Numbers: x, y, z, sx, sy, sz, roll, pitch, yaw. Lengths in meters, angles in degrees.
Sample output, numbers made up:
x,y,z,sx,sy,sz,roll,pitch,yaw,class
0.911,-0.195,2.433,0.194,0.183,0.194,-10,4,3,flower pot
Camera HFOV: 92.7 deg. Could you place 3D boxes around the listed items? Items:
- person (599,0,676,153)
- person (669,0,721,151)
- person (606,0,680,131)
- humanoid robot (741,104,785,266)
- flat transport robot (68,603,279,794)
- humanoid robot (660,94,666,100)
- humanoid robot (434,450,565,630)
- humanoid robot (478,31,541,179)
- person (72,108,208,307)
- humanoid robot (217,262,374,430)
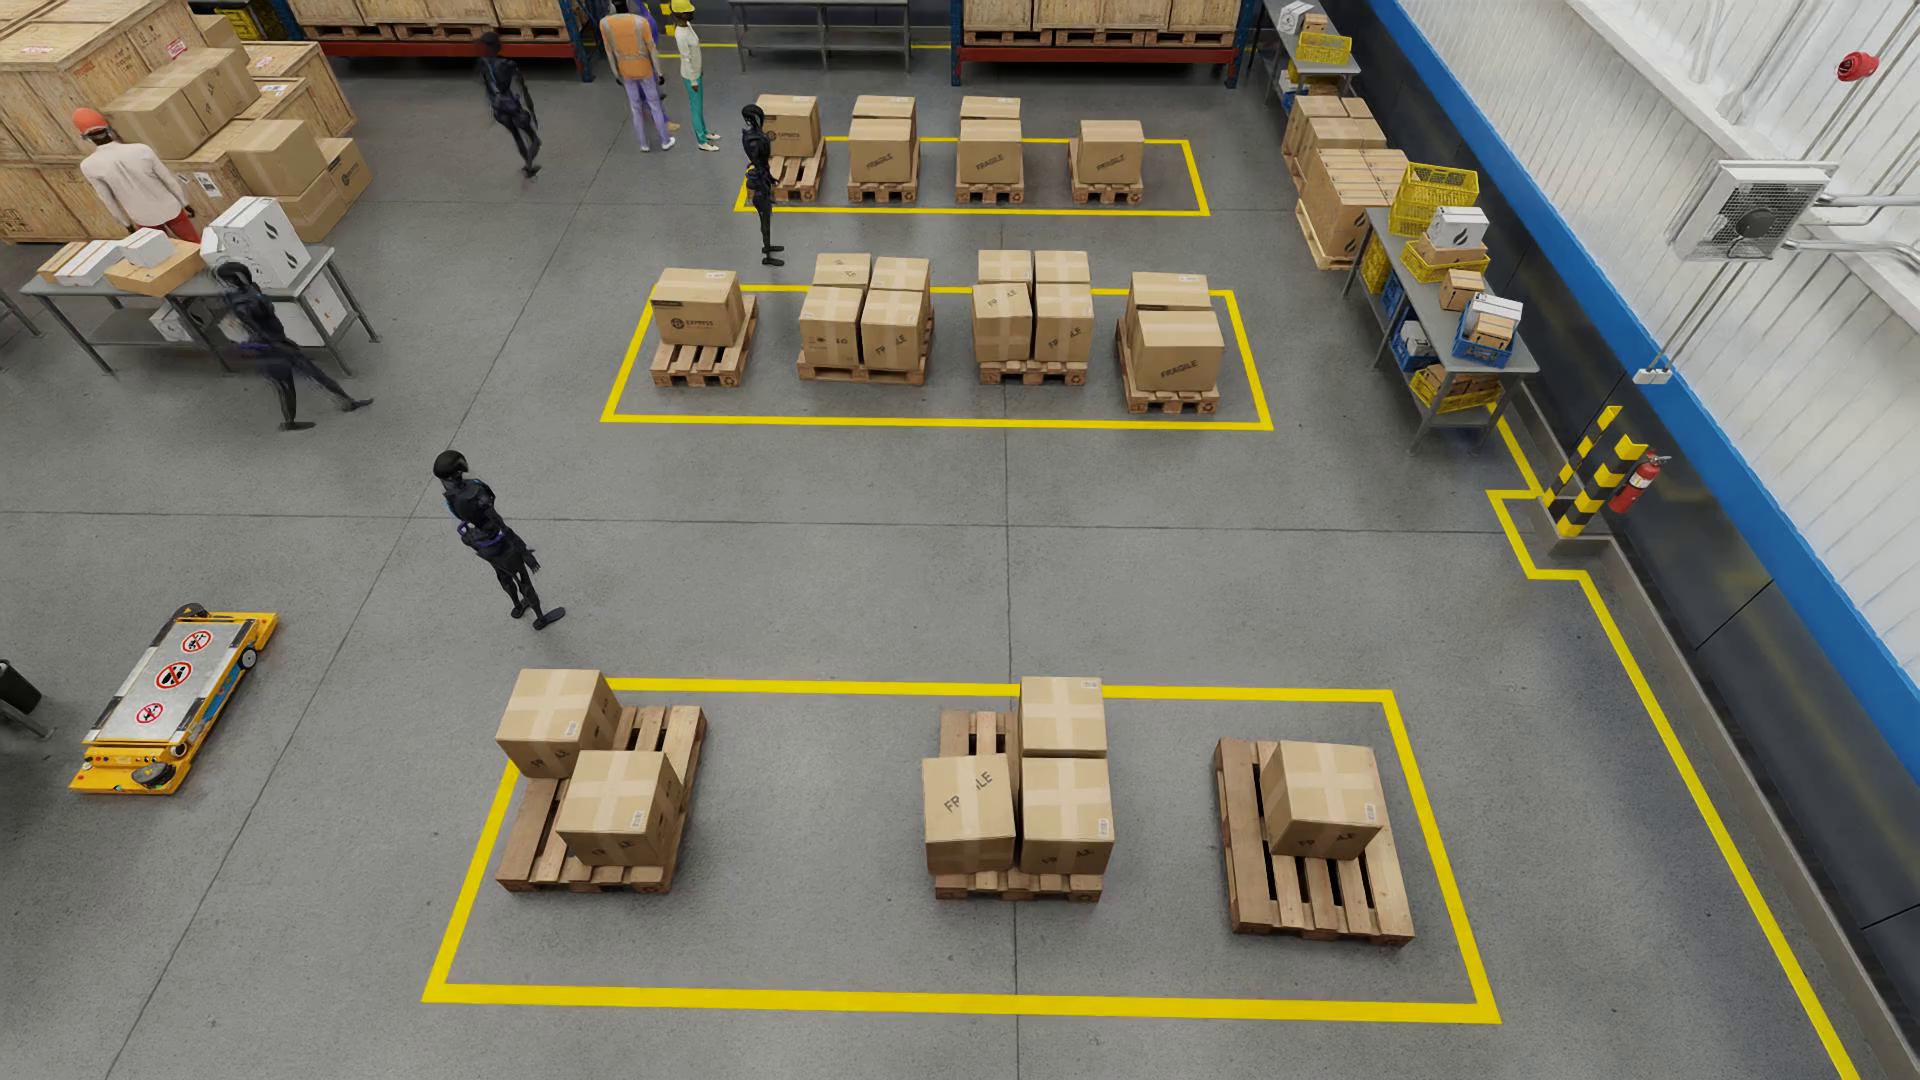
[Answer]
x,y,z,sx,sy,sz,roll,pitch,yaw,class
-3.910,-5.691,11.098,0.592,1.922,0.384,-4,50,-4,person
-3.240,-5.698,11.206,0.313,1.769,0.523,-4,50,-3,person
-4.018,-6.197,11.451,0.535,2.000,0.775,-17,52,-14,person
-2.053,-3.709,9.572,0.318,1.657,0.603,-3,50,-3,humanoid robot
-5.504,1.072,6.442,0.652,0.197,1.431,1,50,1,flat transport robot
-4.308,-6.674,12.090,0.593,1.651,0.345,24,54,19,humanoid robot
-3.249,0.002,6.432,0.589,1.660,0.327,25,54,20,humanoid robot
-5.263,-5.036,10.707,0.595,1.647,0.462,9,50,8,humanoid robot
-7.878,-3.211,8.966,0.621,1.979,0.420,-33,57,-25,person
-5.827,-1.634,7.858,0.766,1.623,0.561,-9,50,-7,humanoid robot
